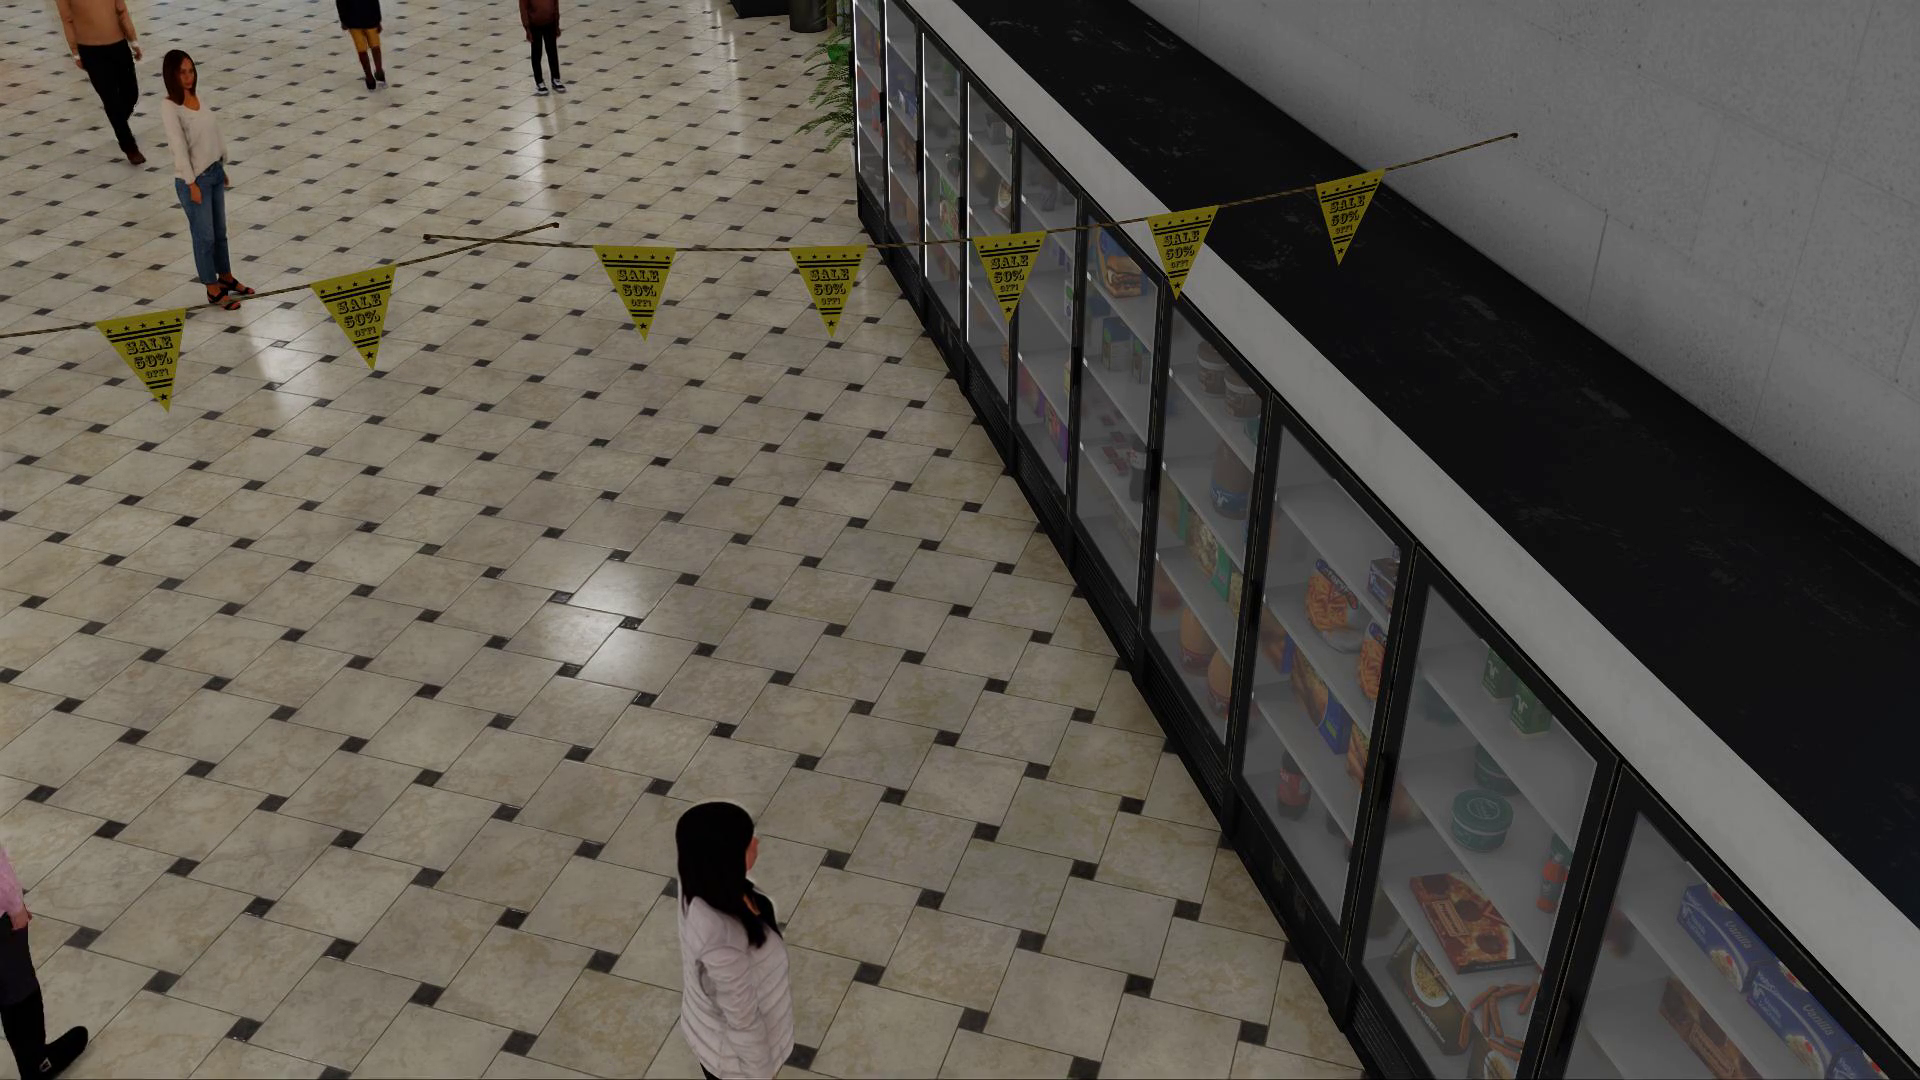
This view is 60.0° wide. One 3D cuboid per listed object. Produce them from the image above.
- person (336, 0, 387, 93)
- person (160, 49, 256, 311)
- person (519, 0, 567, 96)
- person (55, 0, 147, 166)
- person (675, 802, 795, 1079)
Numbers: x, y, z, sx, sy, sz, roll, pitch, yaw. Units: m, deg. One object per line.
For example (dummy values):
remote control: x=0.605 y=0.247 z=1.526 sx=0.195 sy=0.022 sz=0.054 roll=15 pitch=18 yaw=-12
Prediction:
person: x=-5.391 y=-4.682 z=14.981 sx=0.525 sy=1.260 sz=0.604 roll=-13 pitch=34 yaw=-20
person: x=-4.956 y=-2.352 z=10.838 sx=0.665 sy=1.680 sz=0.683 roll=3 pitch=32 yaw=5
person: x=-3.761 y=-4.655 z=14.944 sx=0.511 sy=1.253 sz=0.632 roll=-21 pitch=38 yaw=-30
person: x=-6.873 y=-3.946 z=13.344 sx=1.134 sy=1.741 sz=1.059 roll=-27 pitch=41 yaw=-36
person: x=-0.661 y=1.406 z=4.839 sx=0.582 sy=1.638 sz=0.640 roll=-12 pitch=34 yaw=-19
